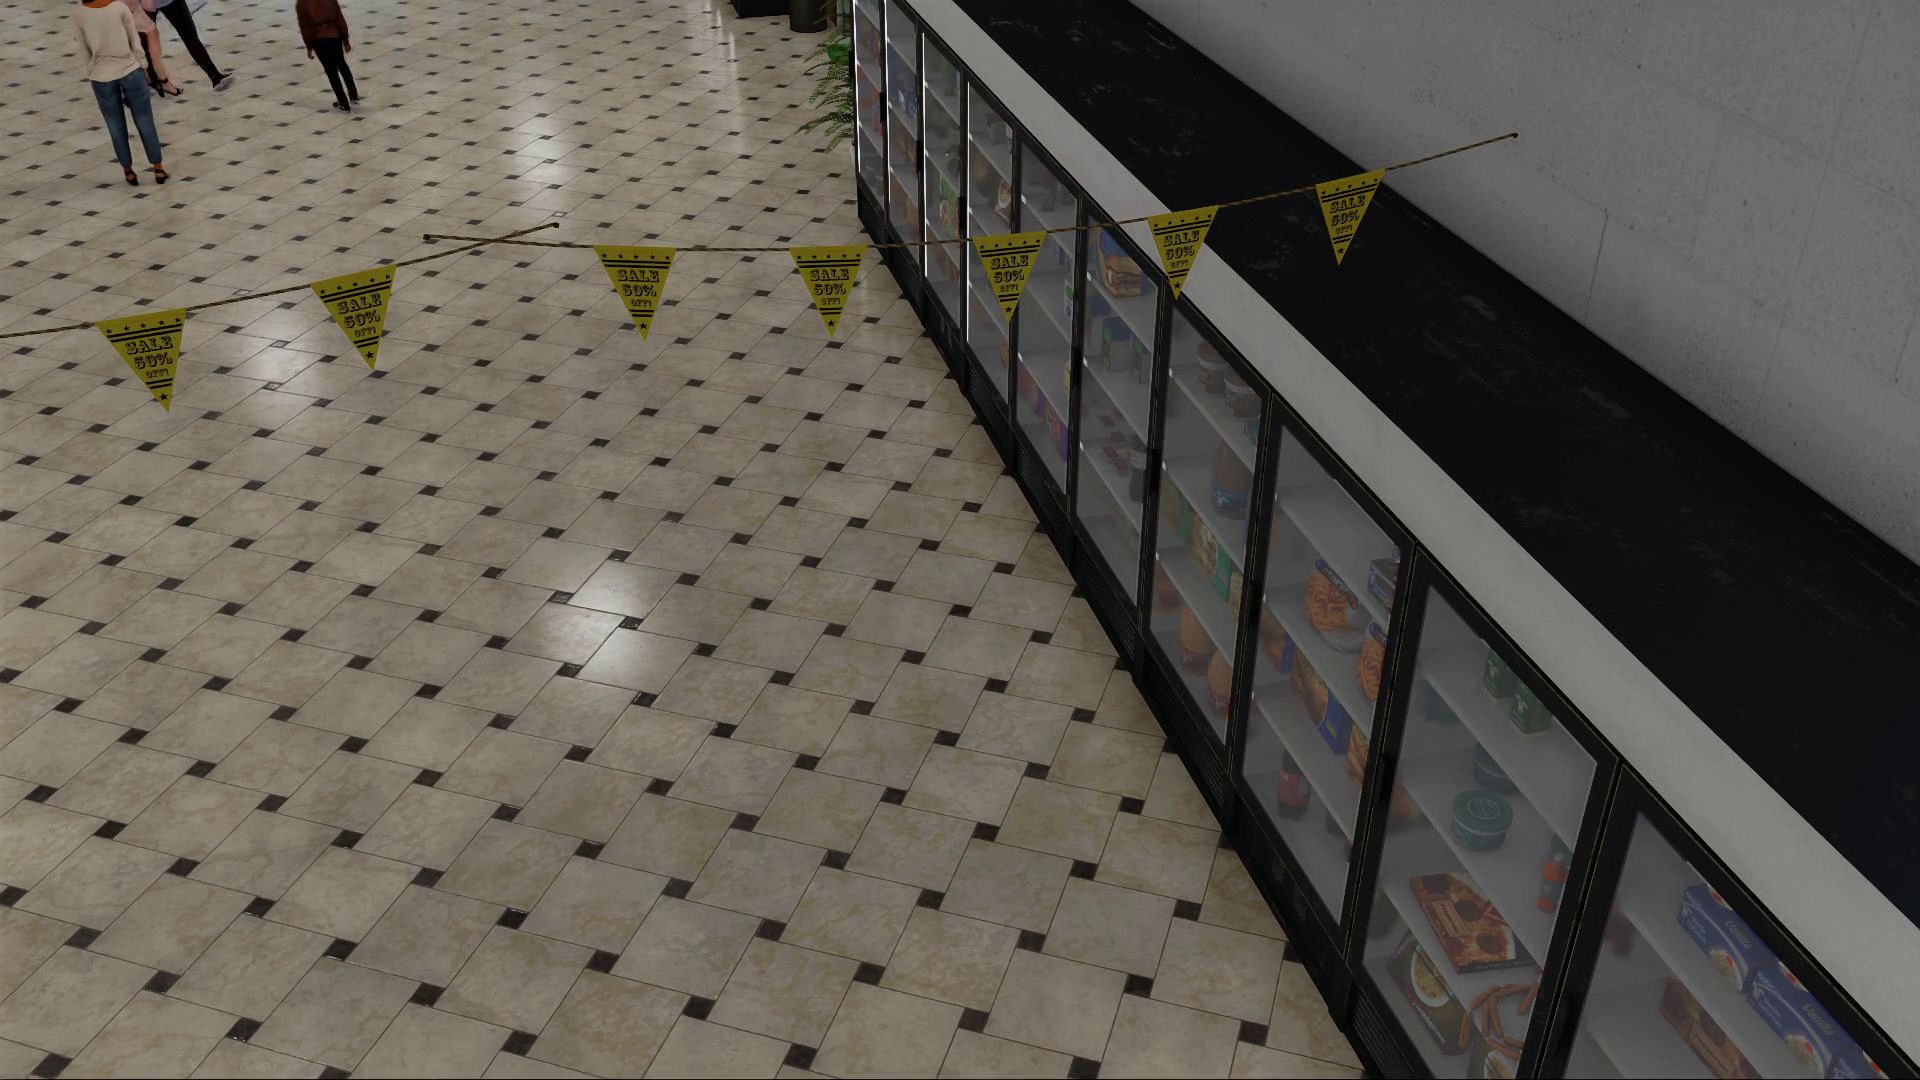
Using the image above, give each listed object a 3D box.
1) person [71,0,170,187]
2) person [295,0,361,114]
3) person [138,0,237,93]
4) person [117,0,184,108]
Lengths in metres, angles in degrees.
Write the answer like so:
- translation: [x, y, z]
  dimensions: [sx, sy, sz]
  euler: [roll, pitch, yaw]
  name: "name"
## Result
- translation: [-6.473, -3.561, 12.784]
  dimensions: [0.470, 1.677, 0.665]
  euler: [-8, 33, -13]
  name: "person"
- translation: [-5.479, -4.326, 14.424]
  dimensions: [0.576, 1.244, 0.683]
  euler: [-16, 35, -24]
  name: "person"
- translation: [-7.188, -4.801, 14.672]
  dimensions: [1.284, 1.789, 1.154]
  euler: [11, 34, 17]
  name: "person"
- translation: [-7.388, -4.662, 14.450]
  dimensions: [0.878, 1.787, 0.942]
  euler: [23, 38, 32]
  name: "person"
